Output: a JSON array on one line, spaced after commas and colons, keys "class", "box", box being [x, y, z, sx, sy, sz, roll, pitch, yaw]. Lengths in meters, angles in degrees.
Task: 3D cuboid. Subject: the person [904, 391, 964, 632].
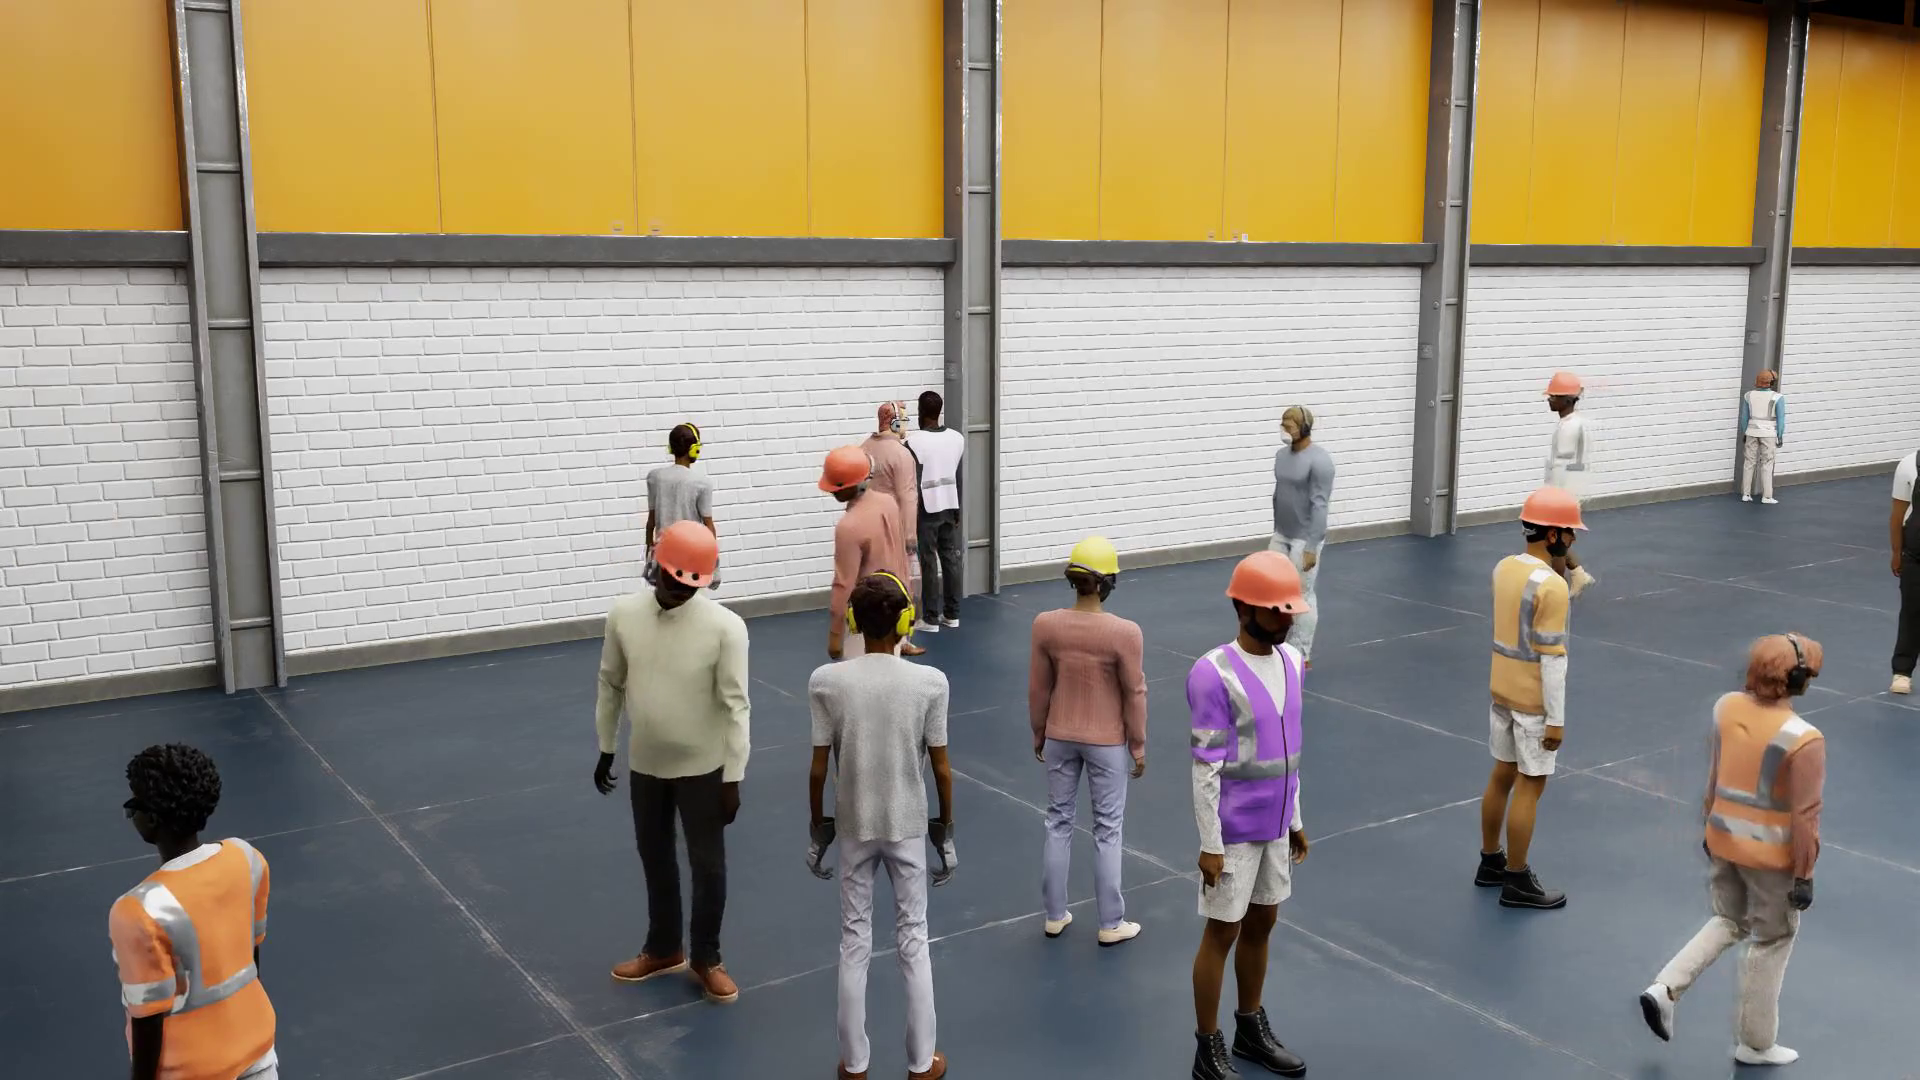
[{"class": "person", "box": [-0.202, -0.226, 13.238, 0.591, 1.917, 0.379, -9, 13, -44]}]

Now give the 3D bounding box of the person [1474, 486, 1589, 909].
[{"class": "person", "box": [2.615, 0.711, 7.565, 0.380, 1.930, 0.541, -2, 10, -9]}]

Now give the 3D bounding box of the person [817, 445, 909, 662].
[{"class": "person", "box": [-0.479, 0.419, 9.310, 0.389, 1.952, 0.748, 5, 11, 28]}]

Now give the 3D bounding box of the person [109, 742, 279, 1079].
[{"class": "person", "box": [-1.987, 1.359, 4.350, 0.322, 1.696, 0.536, 2, 10, 11]}]

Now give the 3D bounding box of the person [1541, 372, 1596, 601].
[{"class": "person", "box": [5.043, -0.396, 13.951, 0.466, 2.029, 0.605, 3, 10, 18]}]

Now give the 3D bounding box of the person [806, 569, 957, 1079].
[{"class": "person", "box": [-0.276, 1.032, 5.822, 0.533, 1.864, 0.311, 0, 9, 2]}]

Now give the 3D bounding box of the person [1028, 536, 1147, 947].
[{"class": "person", "box": [0.558, 0.858, 7.169, 0.533, 1.765, 0.329, 5, 11, 27]}]

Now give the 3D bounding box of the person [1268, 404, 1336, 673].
[{"class": "person", "box": [2.406, 0.000, 11.844, 0.394, 1.937, 0.669, -4, 10, -23]}]

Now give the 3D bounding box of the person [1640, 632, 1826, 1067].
[{"class": "person", "box": [2.801, 1.126, 5.956, 0.508, 1.622, 0.538, -3, 10, -16]}]

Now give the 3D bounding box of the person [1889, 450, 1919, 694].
[{"class": "person", "box": [6.594, 0.062, 11.136, 0.690, 2.000, 0.538, 6, 11, 33]}]

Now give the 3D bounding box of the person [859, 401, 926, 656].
[{"class": "person", "box": [-0.506, -0.089, 12.450, 0.401, 1.906, 0.649, -7, 12, -36]}]

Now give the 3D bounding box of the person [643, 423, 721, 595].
[{"class": "person", "box": [-1.869, 0.145, 11.183, 0.540, 1.861, 0.349, 4, 10, 21]}]

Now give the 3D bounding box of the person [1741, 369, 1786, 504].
[{"class": "person", "box": [9.780, -1.255, 20.276, 0.306, 1.640, 0.521, -8, 12, -38]}]

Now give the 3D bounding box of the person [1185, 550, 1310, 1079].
[{"class": "person", "box": [1.037, 0.990, 5.856, 0.544, 1.937, 0.358, -8, 13, -41]}]

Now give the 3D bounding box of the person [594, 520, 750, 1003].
[{"class": "person", "box": [-1.124, 0.871, 6.549, 0.687, 1.950, 0.461, 4, 10, 20]}]
